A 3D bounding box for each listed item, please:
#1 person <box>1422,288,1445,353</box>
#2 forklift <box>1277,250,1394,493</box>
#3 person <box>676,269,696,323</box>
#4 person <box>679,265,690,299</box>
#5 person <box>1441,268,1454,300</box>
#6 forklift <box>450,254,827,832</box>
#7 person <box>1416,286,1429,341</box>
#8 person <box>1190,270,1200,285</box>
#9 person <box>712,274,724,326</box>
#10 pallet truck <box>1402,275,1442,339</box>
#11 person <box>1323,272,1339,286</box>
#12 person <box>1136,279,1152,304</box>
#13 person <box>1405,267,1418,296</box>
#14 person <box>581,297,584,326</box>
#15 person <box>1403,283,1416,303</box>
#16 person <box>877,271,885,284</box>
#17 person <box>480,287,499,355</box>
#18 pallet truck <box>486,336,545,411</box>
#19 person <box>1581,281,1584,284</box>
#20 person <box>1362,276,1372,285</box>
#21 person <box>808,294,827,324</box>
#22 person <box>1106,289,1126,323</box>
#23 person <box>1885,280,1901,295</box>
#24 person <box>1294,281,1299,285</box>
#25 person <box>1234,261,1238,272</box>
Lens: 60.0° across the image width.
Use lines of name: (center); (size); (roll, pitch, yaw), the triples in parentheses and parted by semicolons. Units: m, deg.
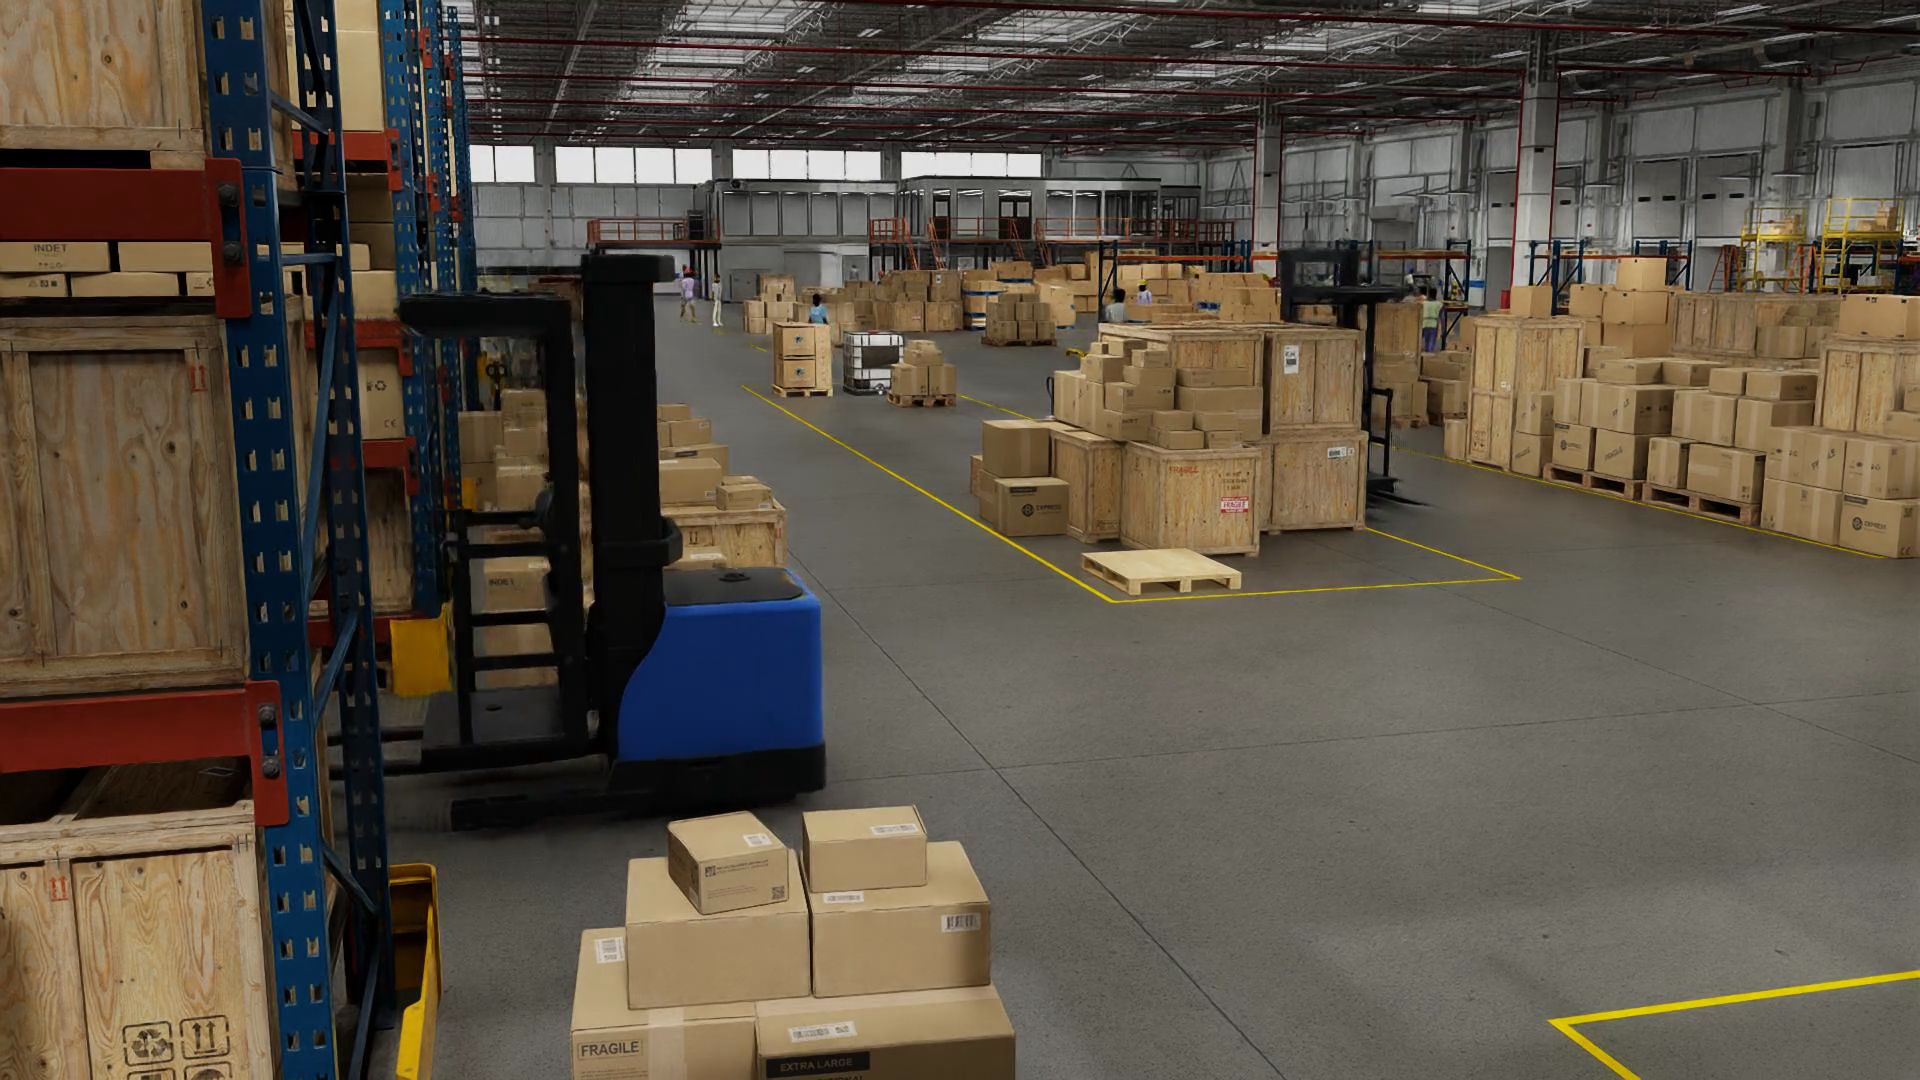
person: (11.264, -5.082, 39.791); (0.598, 1.891, 0.940); (6, 12, 30)
forklift: (4.145, -1.981, 19.391); (1.129, 2.768, 1.873); (-3, 10, -15)
person: (-10.325, -9.197, 62.750); (1.044, 1.988, 0.613); (9, 13, 40)
person: (-14.699, -13.730, 88.814); (0.606, 1.852, 0.802); (-2, 10, -11)
person: (21.399, -10.965, 72.964); (0.542, 1.927, 0.379); (8, 13, 37)
forklift: (-1.708, -0.074, 8.593); (1.873, 2.768, 1.129); (-3, 10, -15)
person: (14.015, -6.892, 50.599); (0.677, 1.672, 0.536); (-5, 11, -25)
person: (9.956, -10.581, 70.942); (0.976, 1.883, 0.604); (-4, 11, -21)
person: (-8.770, -8.674, 60.198); (0.328, 1.861, 0.501); (6, 12, 32)
pallet truck: (14.620, -7.324, 52.145); (0.823, 1.965, 1.885); (8, 13, 40)
person: (14.098, -9.244, 63.322); (0.655, 1.883, 1.004); (5, 11, 27)
person: (5.324, -6.629, 48.406); (0.385, 1.925, 0.592); (-7, 12, -34)
person: (20.622, -11.492, 75.934); (0.603, 1.929, 0.508); (6, 12, 30)
person: (-9.772, -5.873, 44.268); (0.563, 1.900, 0.709); (-4, 11, -21)
person: (11.279, -5.490, 41.928); (0.372, 1.940, 0.629); (1, 10, 8)
person: (-2.783, -8.652, 59.699); (0.392, 1.985, 0.609); (7, 12, 36)
person: (-11.897, -5.448, 41.941); (0.524, 1.853, 0.624); (1, 10, 4)
pallet truck: (-6.242, -2.418, 24.362); (0.823, 1.965, 1.885); (1, 10, 3)
person: (18.863, -6.965, 50.660); (0.375, 1.814, 0.580); (6, 12, 32)
person: (14.227, -8.362, 58.472); (0.637, 1.831, 0.447); (-2, 10, -13)
person: (-3.602, -5.316, 41.668); (0.536, 1.681, 0.503); (9, 13, 42)
person: (3.585, -4.661, 37.305); (0.628, 1.910, 0.990); (4, 11, 20)
person: (26.661, -6.477, 47.516); (0.552, 1.936, 0.360); (-3, 10, -16)
person: (11.257, -7.818, 55.709); (0.497, 1.733, 0.426); (3, 10, 16)
person: (16.202, -15.473, 98.297); (0.619, 1.994, 0.381); (-10, 14, -43)
